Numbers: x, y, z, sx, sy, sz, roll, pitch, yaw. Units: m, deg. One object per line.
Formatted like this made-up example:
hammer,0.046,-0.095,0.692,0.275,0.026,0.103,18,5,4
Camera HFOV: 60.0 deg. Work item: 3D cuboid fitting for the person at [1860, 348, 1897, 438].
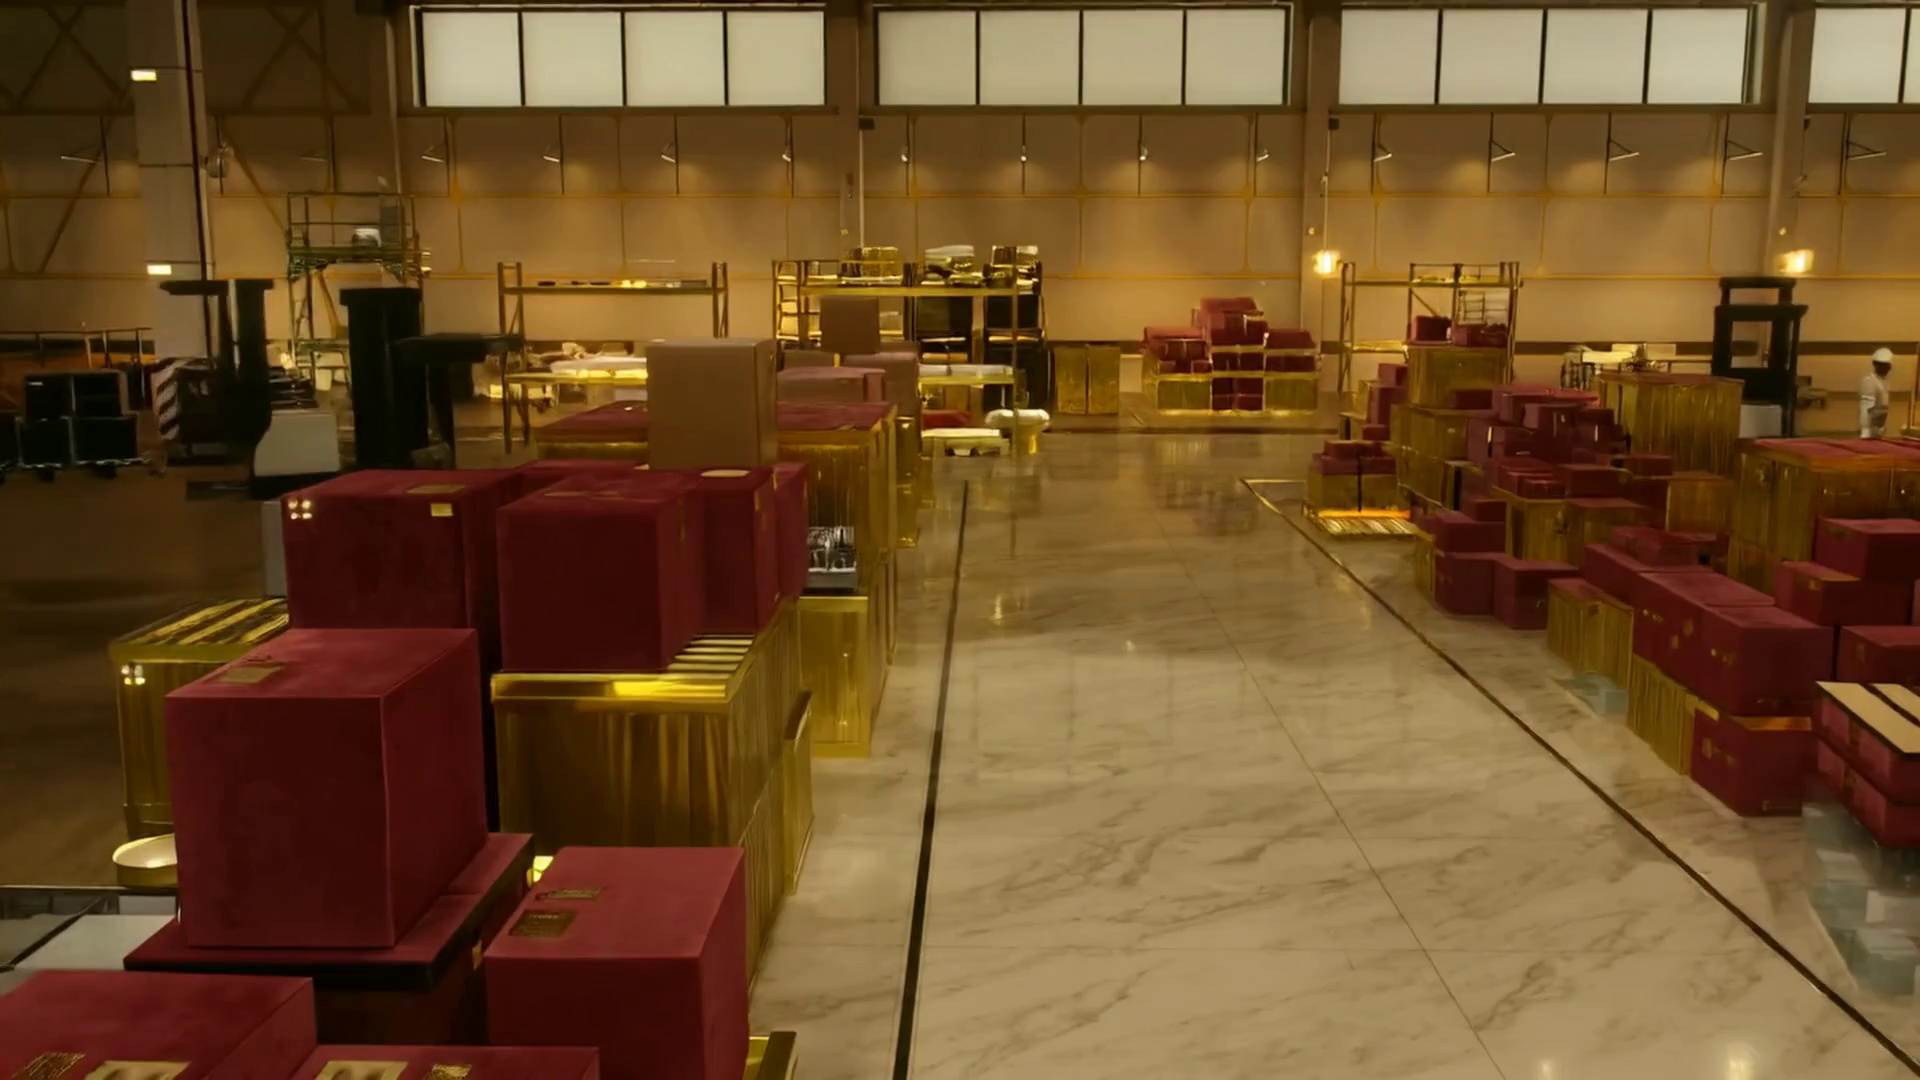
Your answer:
person,11.845,-1.509,21.494,0.552,1.934,0.373,-7,12,-36

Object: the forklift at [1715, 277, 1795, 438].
forklift,11.103,-2.299,23.407,1.129,2.768,1.873,6,11,34

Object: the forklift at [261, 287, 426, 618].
forklift,-4.768,-0.711,13.897,1.873,2.768,1.129,0,9,1

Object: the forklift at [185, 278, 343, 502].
forklift,-9.100,-1.986,21.533,1.873,2.768,1.129,-4,10,-25
